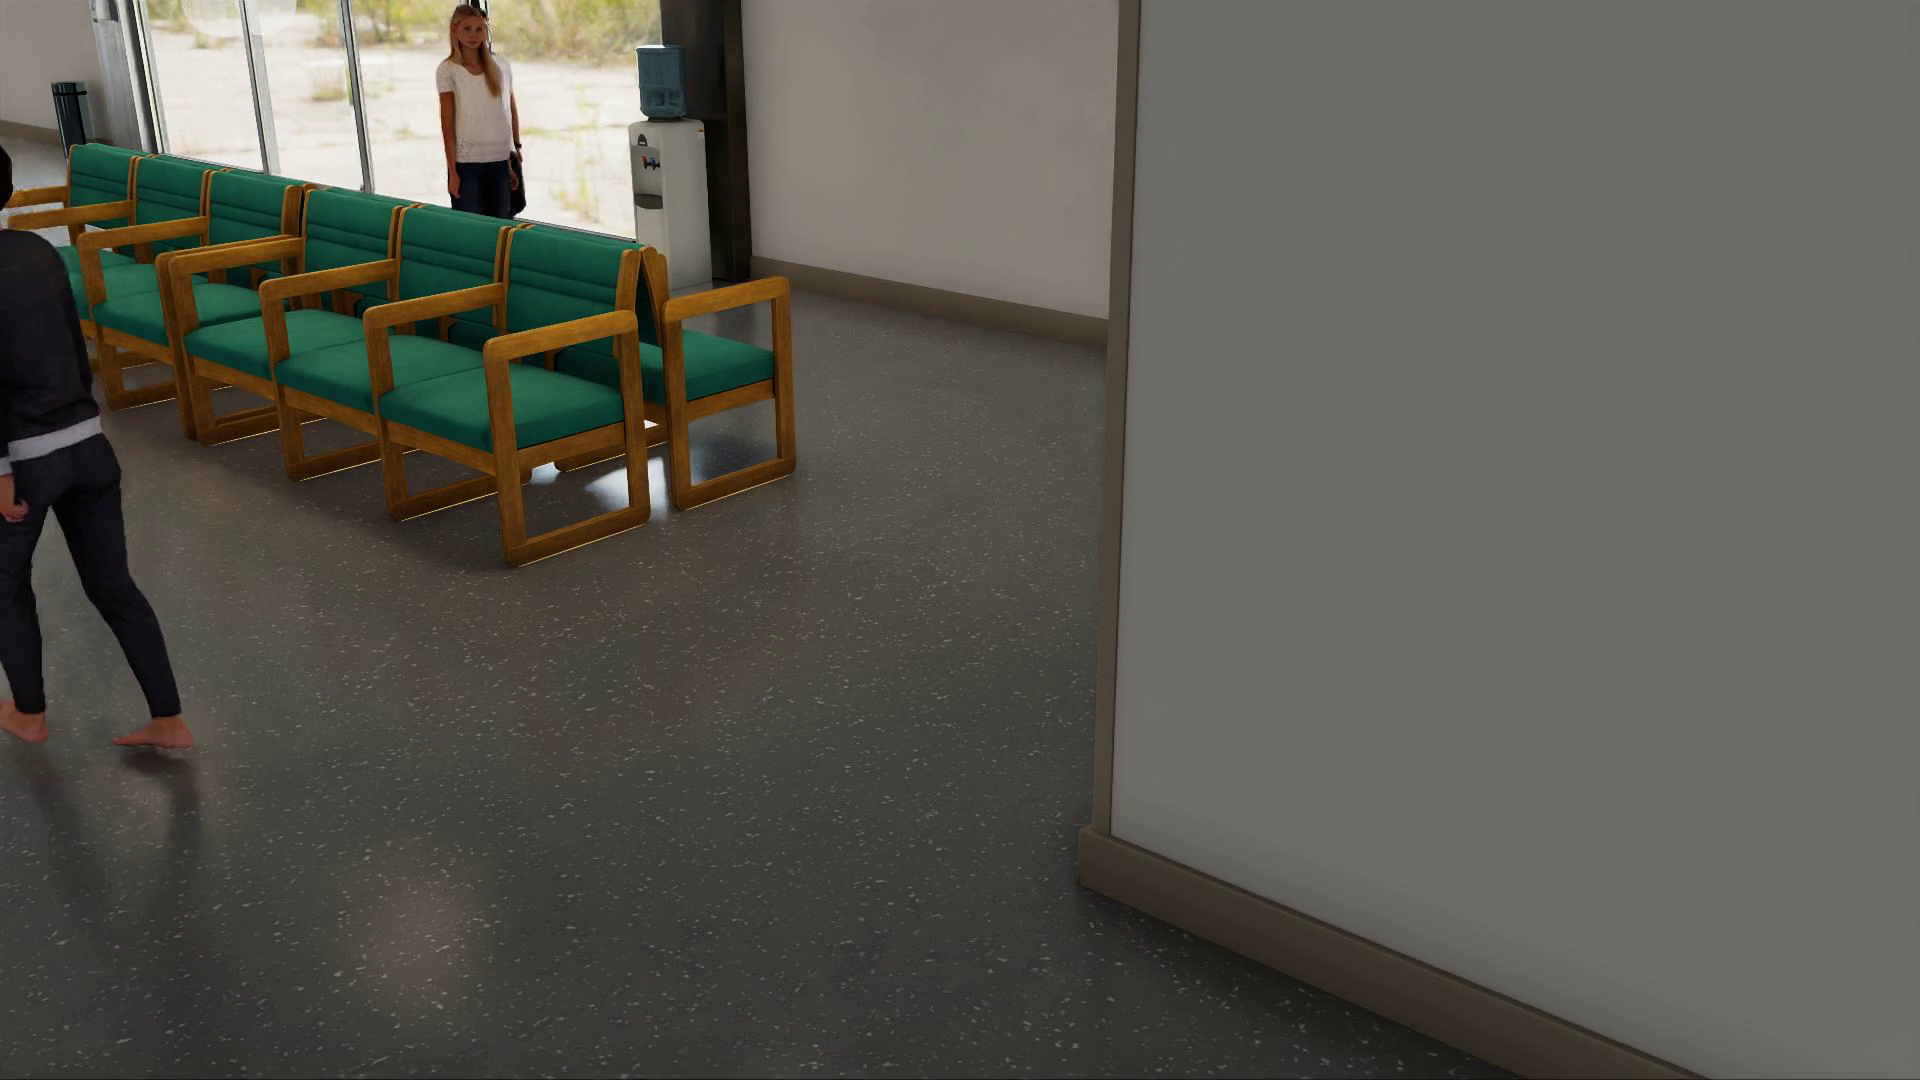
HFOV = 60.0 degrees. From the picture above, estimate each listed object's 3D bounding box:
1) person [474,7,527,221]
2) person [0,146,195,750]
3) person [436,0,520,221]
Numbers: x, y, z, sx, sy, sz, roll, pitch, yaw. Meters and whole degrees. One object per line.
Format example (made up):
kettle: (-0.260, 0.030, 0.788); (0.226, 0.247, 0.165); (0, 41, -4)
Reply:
person: (-3.040, -2.509, 10.615); (0.719, 1.708, 0.709); (19, 28, 40)
person: (-2.439, -0.198, 4.526); (0.851, 1.729, 0.934); (6, 22, 16)
person: (-2.724, -2.077, 9.378); (0.669, 1.807, 0.449); (15, 25, 34)
